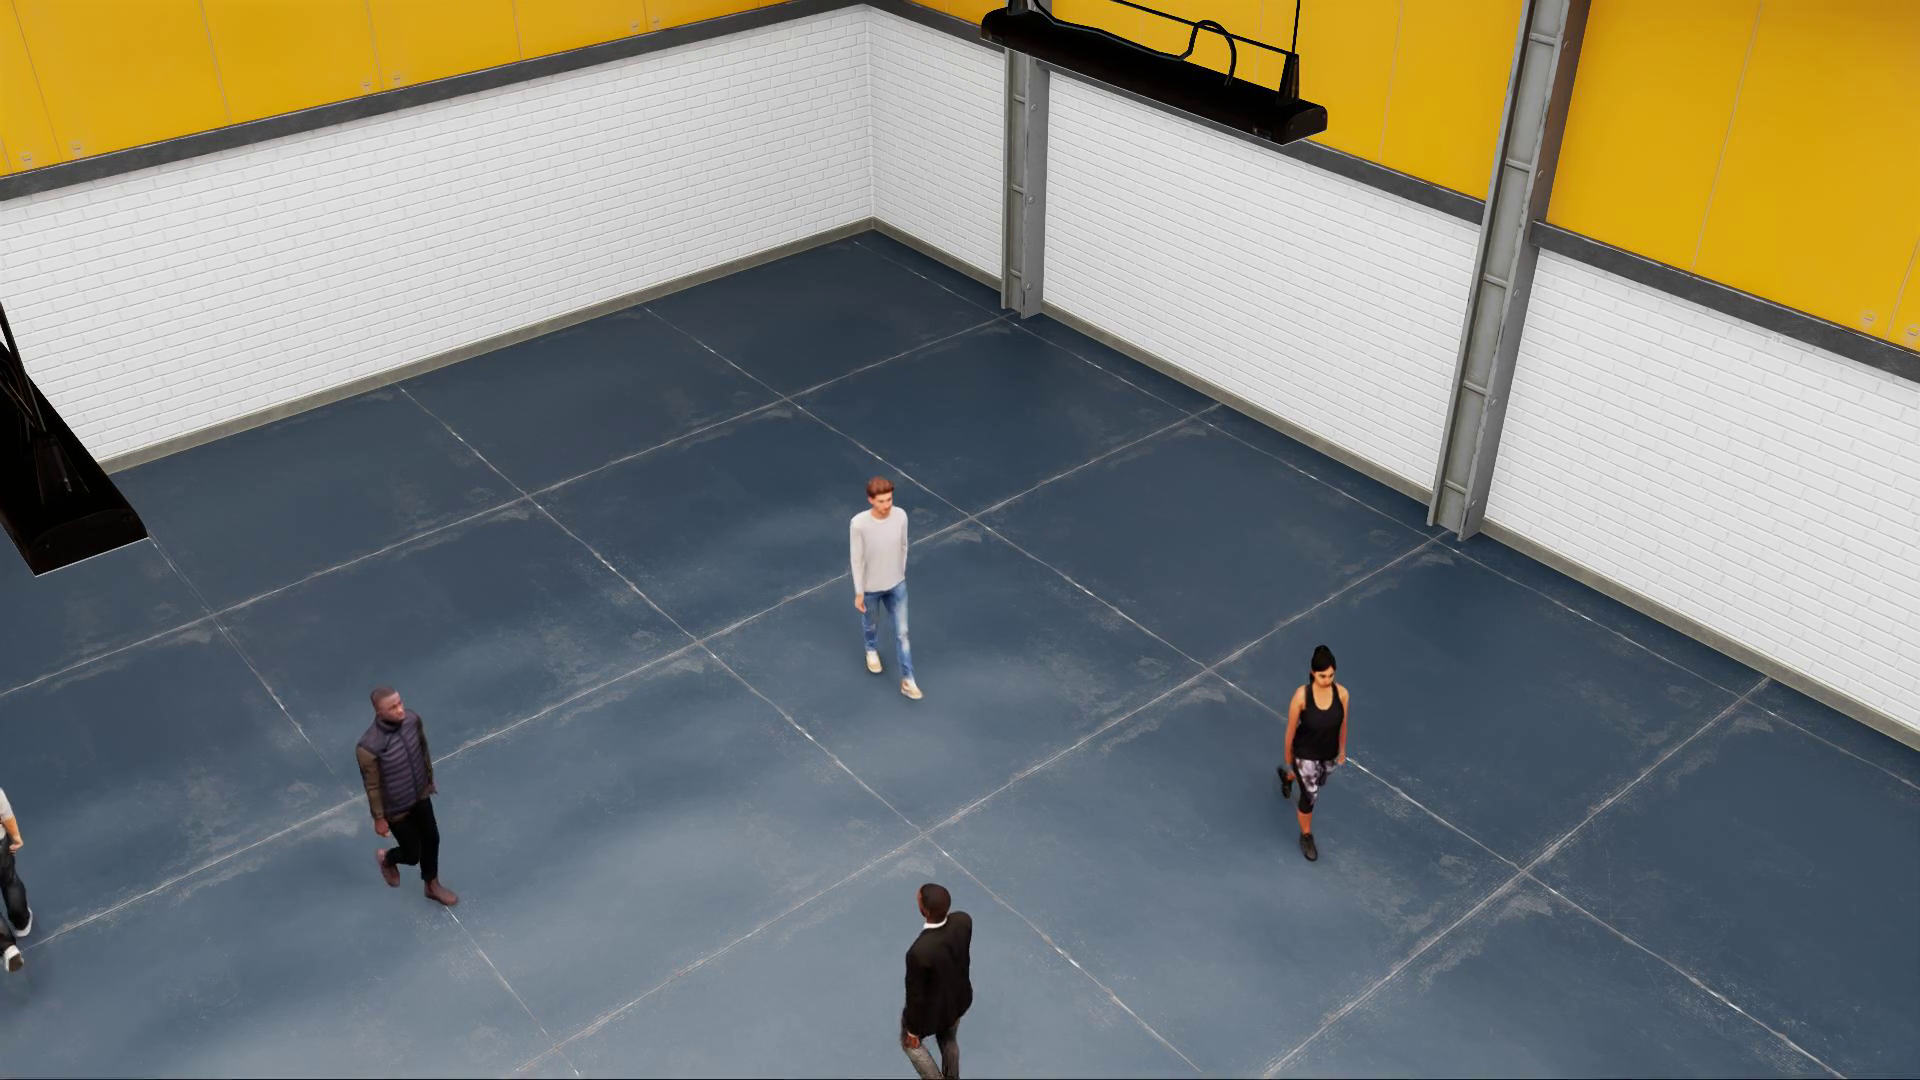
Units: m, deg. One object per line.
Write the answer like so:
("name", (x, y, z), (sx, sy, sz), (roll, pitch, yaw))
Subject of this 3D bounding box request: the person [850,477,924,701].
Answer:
("person", (-0.664, 0.290, 13.081), (0.934, 1.864, 1.203), (-10, 35, -15))

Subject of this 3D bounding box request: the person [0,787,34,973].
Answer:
("person", (-6.247, 1.996, 10.578), (0.725, 1.793, 1.019), (-19, 38, -26))

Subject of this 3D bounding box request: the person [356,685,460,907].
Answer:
("person", (-3.737, 1.693, 11.007), (0.972, 1.822, 0.887), (16, 37, 23))

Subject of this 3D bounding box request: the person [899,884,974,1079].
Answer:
("person", (-0.063, 2.701, 9.516), (0.697, 1.794, 0.694), (-27, 42, -35))

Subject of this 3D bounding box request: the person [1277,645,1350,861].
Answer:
("person", (2.449, 1.404, 11.601), (0.823, 1.646, 1.046), (-9, 35, -13))
